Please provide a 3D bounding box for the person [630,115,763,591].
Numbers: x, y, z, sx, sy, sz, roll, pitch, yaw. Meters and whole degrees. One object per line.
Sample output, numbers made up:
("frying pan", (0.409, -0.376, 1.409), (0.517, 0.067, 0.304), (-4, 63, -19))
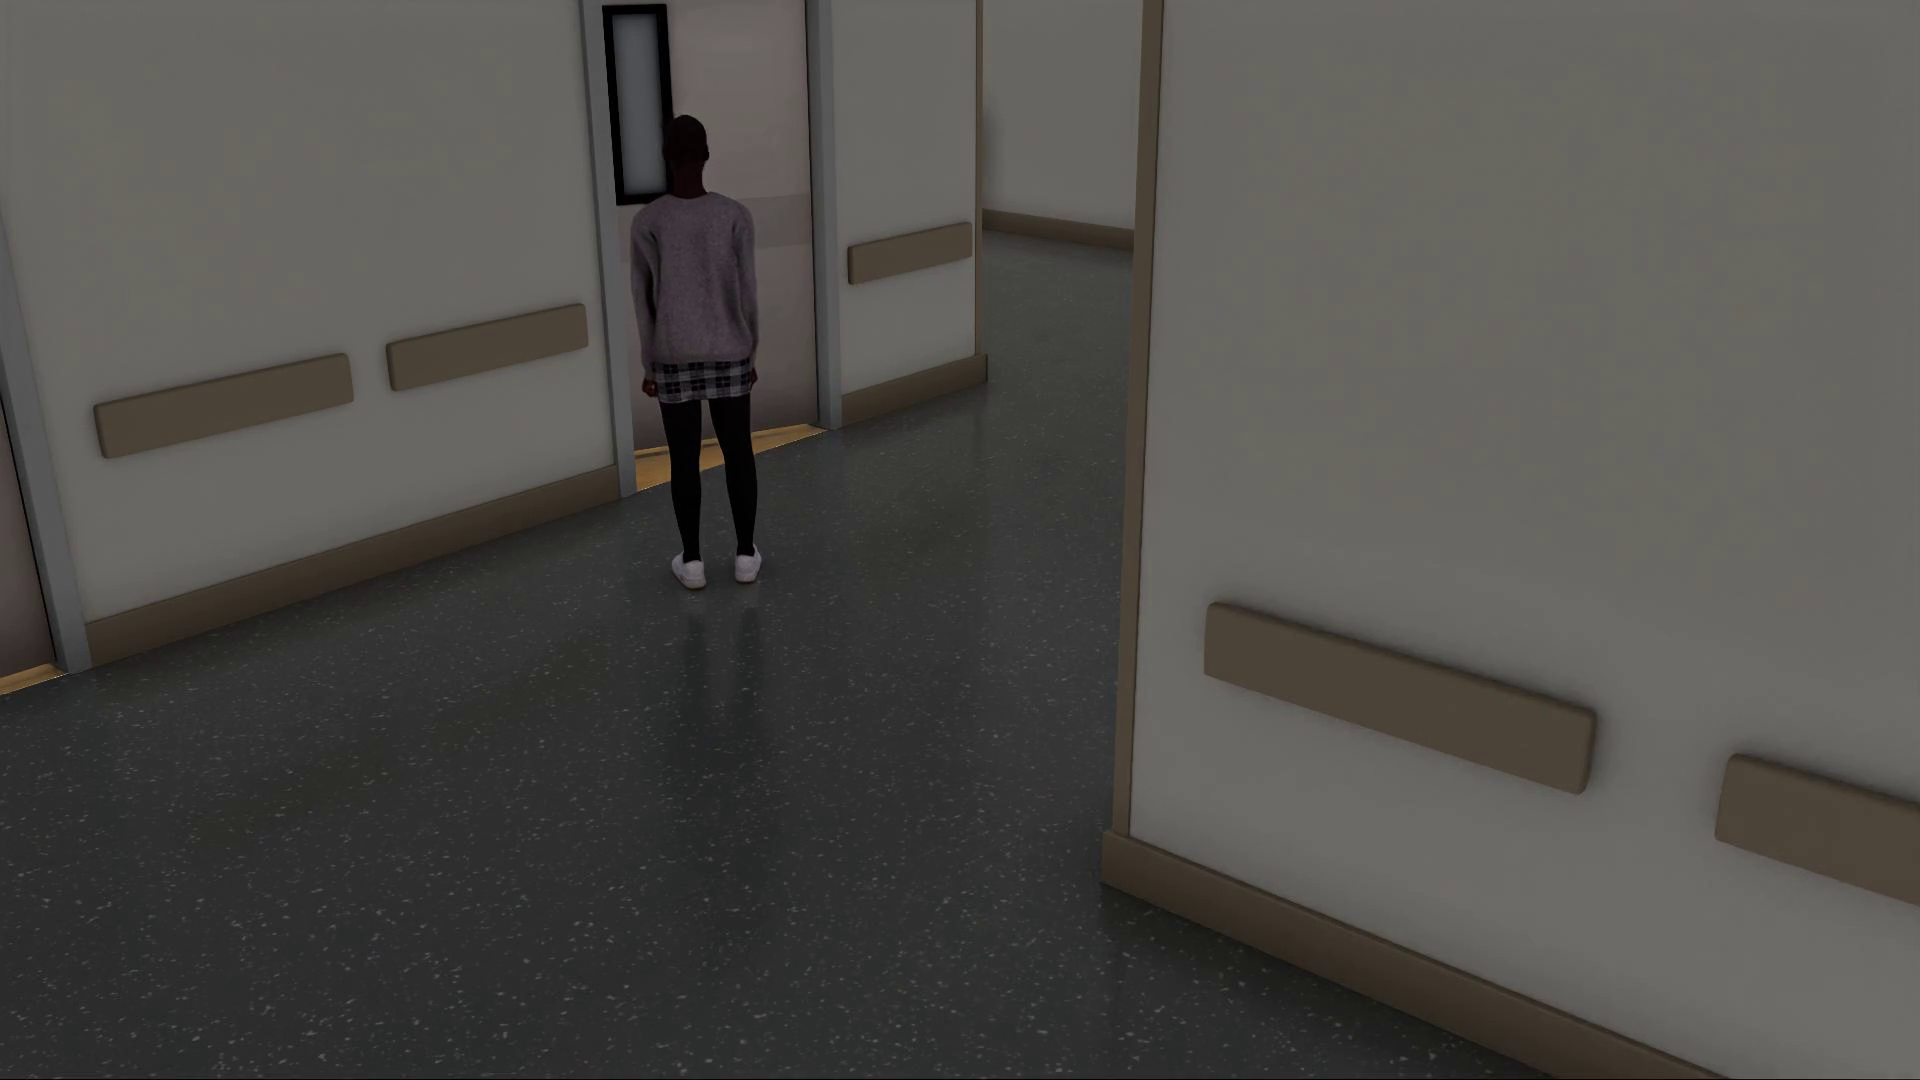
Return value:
("person", (-0.966, -0.681, 6.206), (0.670, 1.771, 0.757), (-4, 21, -11))
